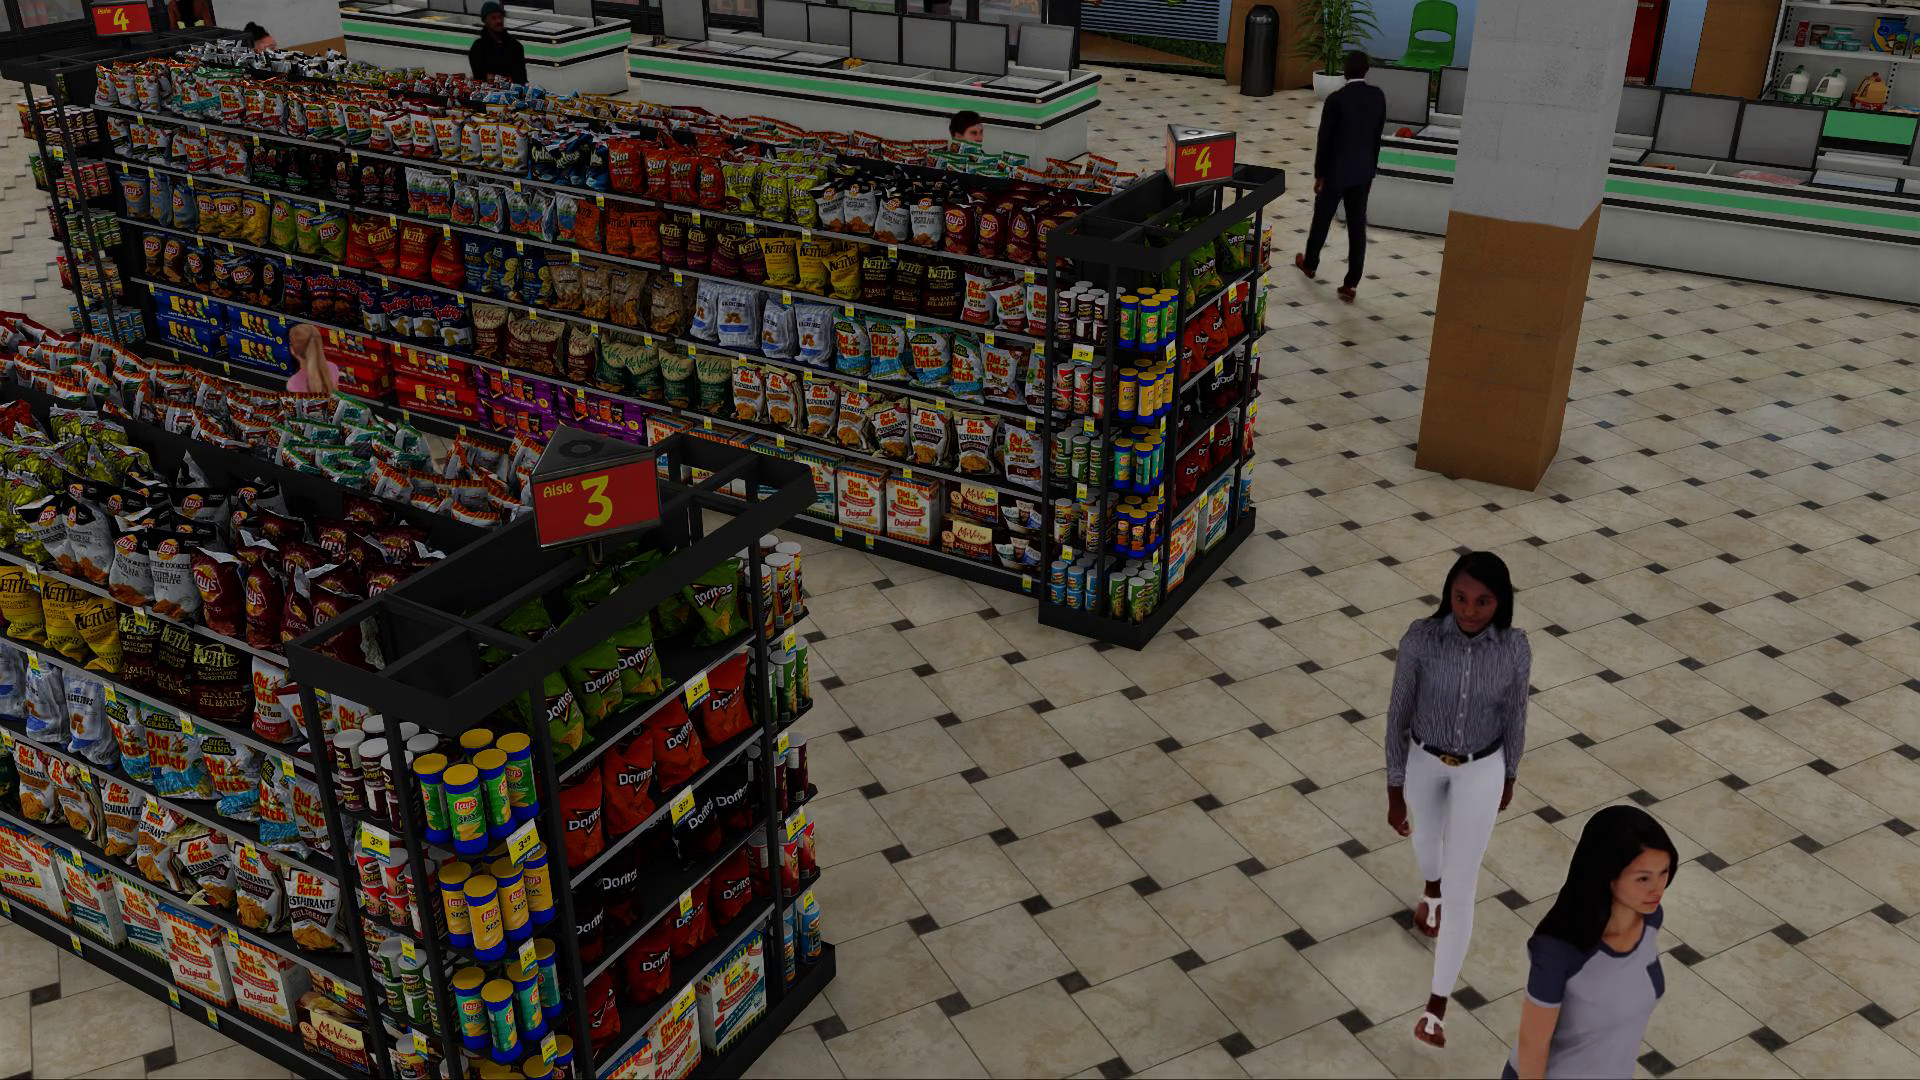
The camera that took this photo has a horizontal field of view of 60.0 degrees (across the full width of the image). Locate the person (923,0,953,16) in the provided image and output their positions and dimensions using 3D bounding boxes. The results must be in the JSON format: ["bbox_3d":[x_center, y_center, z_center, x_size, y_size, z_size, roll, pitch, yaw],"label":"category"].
[{"bbox_3d":[-0.245,-5.929,18.908,0.620,1.670,0.654,24,35,39],"label":"person"}]

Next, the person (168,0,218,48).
[{"bbox_3d":[-7.532,-4.738,16.467,0.635,1.754,0.698,-7,28,-13],"label":"person"}]

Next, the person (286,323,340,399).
[{"bbox_3d":[-3.295,-0.522,8.696,0.583,1.264,0.518,18,32,31],"label":"person"}]

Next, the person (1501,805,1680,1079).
[{"bbox_3d":[1.620,1.411,4.396,0.669,1.705,0.661,-17,31,-30],"label":"person"}]

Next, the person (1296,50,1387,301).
[{"bbox_3d":[2.898,-2.668,12.338,1.150,1.796,1.187,-5,27,-11],"label":"person"}]

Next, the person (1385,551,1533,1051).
[{"bbox_3d":[1.675,0.775,5.693,1.180,1.665,0.755,10,29,19],"label":"person"}]

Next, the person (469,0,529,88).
[{"bbox_3d":[-3.945,-3.726,14.402,0.728,1.817,0.668,-24,35,-38],"label":"person"}]
